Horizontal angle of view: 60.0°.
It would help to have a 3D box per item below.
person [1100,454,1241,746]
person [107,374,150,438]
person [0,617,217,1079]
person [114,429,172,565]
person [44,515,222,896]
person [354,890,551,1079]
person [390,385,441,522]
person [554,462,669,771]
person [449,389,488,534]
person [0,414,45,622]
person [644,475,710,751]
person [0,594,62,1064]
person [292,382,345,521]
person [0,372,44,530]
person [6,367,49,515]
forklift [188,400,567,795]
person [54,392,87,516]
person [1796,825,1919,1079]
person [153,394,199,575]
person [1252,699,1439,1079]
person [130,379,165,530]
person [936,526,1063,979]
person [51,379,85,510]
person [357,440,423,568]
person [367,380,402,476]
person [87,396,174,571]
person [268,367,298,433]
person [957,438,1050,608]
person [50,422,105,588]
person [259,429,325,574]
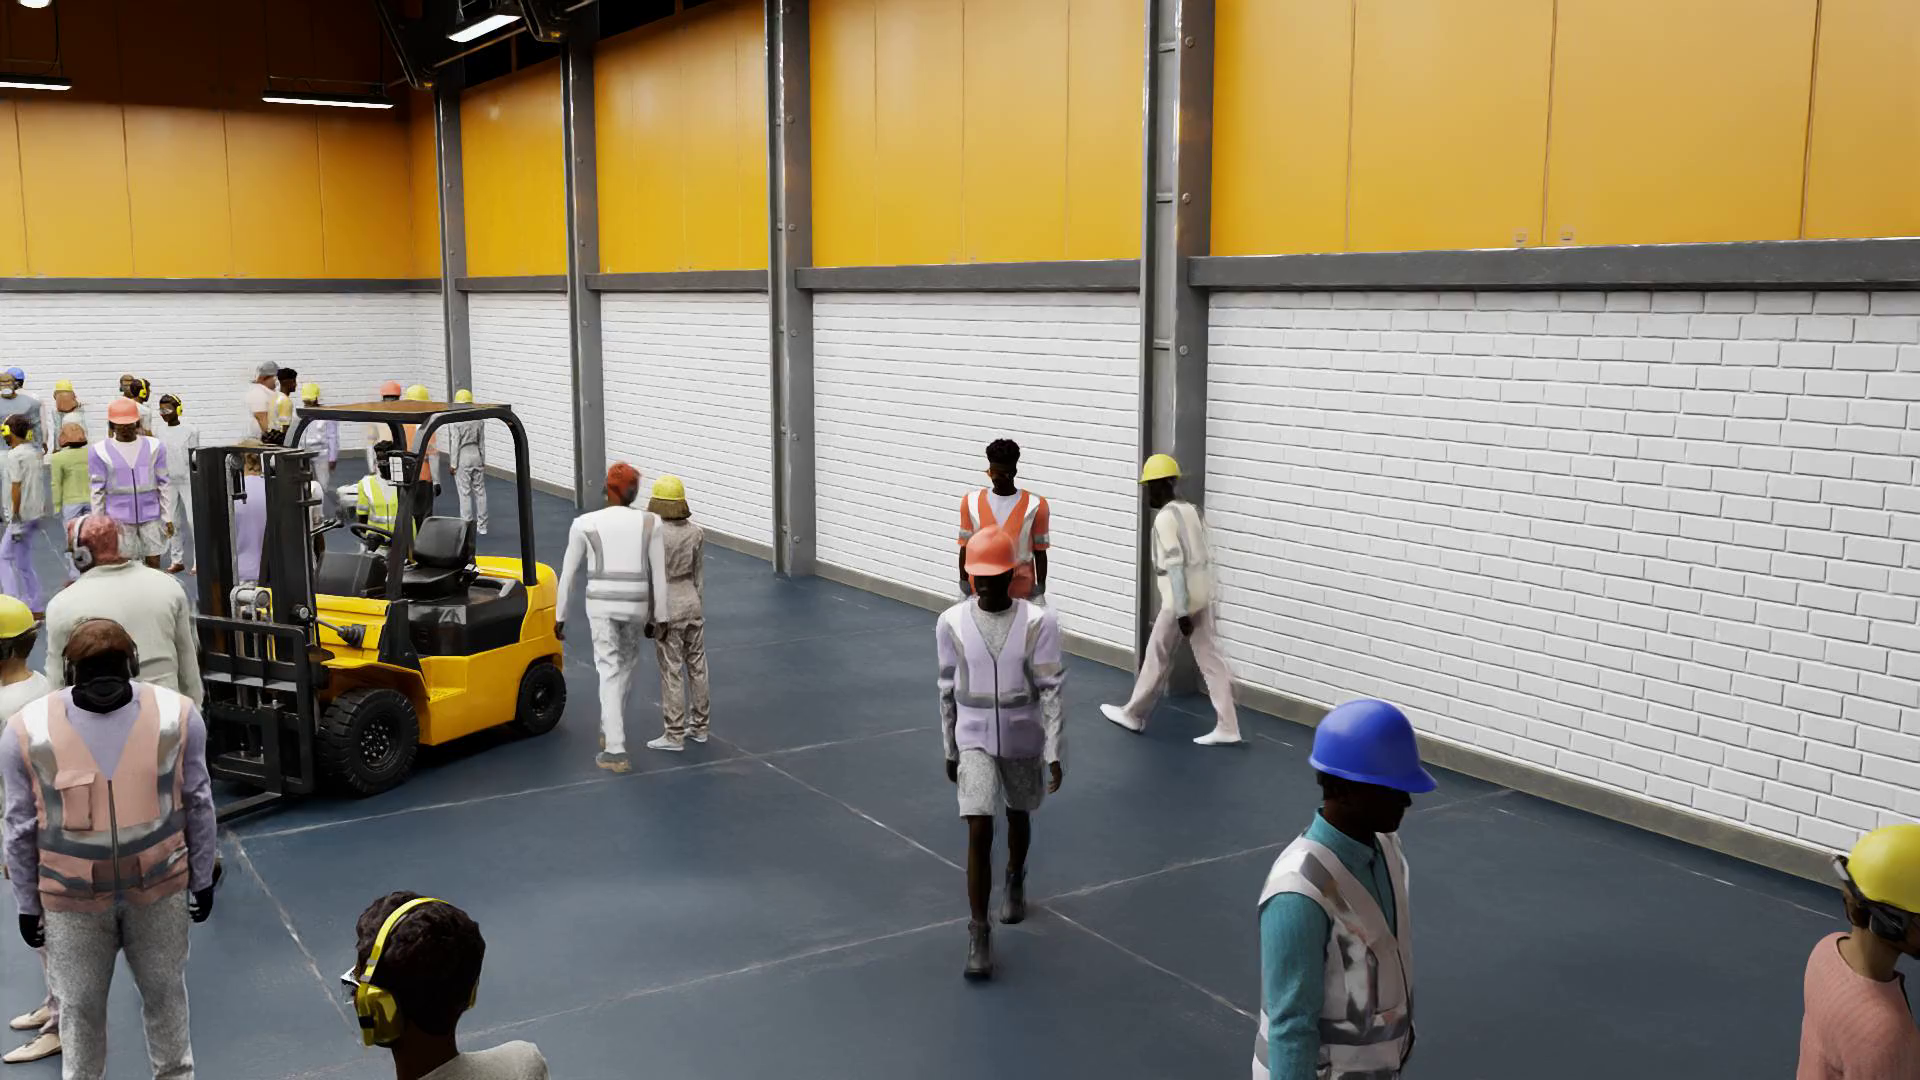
[{"bbox_3d":[1.382,0.383,10.663,1.015,1.840,0.594,5,10,30],"label":"person"},{"bbox_3d":[-10.686,-1.215,21.449,0.517,1.843,0.325,-6,11,-37],"label":"person"},{"bbox_3d":[-2.806,1.155,5.533,0.629,1.836,0.430,-5,10,-29],"label":"person"},{"bbox_3d":[-8.659,-0.533,17.585,0.522,1.621,0.528,-5,10,-32],"label":"person"},{"bbox_3d":[-3.817,0.818,7.640,0.502,1.882,0.665,4,9,25],"label":"person"},{"bbox_3d":[-0.897,1.524,2.913,0.309,1.868,0.535,3,9,22],"label":"person"},{"bbox_3d":[-5.690,-0.667,17.489,0.594,1.922,0.386,4,9,25],"label":"person"},{"bbox_3d":[-2.171,0.440,10.299,0.669,1.828,0.963,-3,9,-22],"label":"person"},{"bbox_3d":[-5.865,-0.917,19.778,0.311,1.743,0.493,6,10,34],"label":"person"},{"bbox_3d":[-8.207,-0.162,14.386,0.467,1.840,0.608,-2,9,-11],"label":"person"},{"bbox_3d":[-1.817,0.457,10.522,0.310,1.744,0.486,6,10,35],"label":"person"},{"bbox_3d":[-3.537,1.076,6.274,0.331,1.768,0.527,-3,9,-21],"label":"person"},{"bbox_3d":[-7.900,-1.040,20.408,0.610,1.817,0.550,1,9,10],"label":"person"},{"bbox_3d":[-11.530,-1.081,20.276,0.639,1.928,0.369,-5,10,-29],"label":"person"},{"bbox_3d":[-12.098,-1.261,21.458,0.604,1.939,0.415,-6,10,-36],"label":"person"},{"bbox_3d":[-3.529,0.258,10.348,1.214,2.155,2.313,4,9,25],"label":"forklift"},{"bbox_3d":[-11.364,-1.086,21.336,0.366,1.613,0.516,-3,9,-17],"label":"person"},{"bbox_3d":[1.990,1.470,3.674,0.342,1.754,0.531,2,9,16],"label":"person"},{"bbox_3d":[-7.989,-0.562,17.011,0.510,1.861,0.324,1,8,4],"label":"person"},{"bbox_3d":[0.918,1.326,4.029,0.419,1.940,0.600,5,10,33],"label":"person"},{"bbox_3d":[-9.886,-1.014,20.068,0.530,1.854,0.324,4,10,27],"label":"person"},{"bbox_3d":[0.173,0.864,7.295,0.555,1.893,0.986,1,8,4],"label":"person"},{"bbox_3d":[-11.874,-1.269,22.155,0.294,1.744,0.484,3,9,19],"label":"person"},{"bbox_3d":[-4.641,0.023,13.595,0.537,1.697,0.320,-1,9,-9],"label":"person"},{"bbox_3d":[-6.472,-0.857,18.912,0.550,1.902,0.911,-1,8,-7],"label":"person"},{"bbox_3d":[-6.923,-0.189,13.925,0.613,2.031,0.403,-6,10,-36],"label":"person"},{"bbox_3d":[-8.582,-1.223,21.167,0.401,1.953,0.620,-5,10,-32],"label":"person"},{"bbox_3d":[0.273,0.316,10.748,0.600,1.958,0.377,1,9,9],"label":"person"},{"bbox_3d":[-8.619,-0.341,16.289,0.287,1.627,0.497,7,11,38],"label":"person"},{"bbox_3d":[-4.644,0.211,11.426,0.613,1.963,0.361,-7,11,-39],"label":"person"}]
